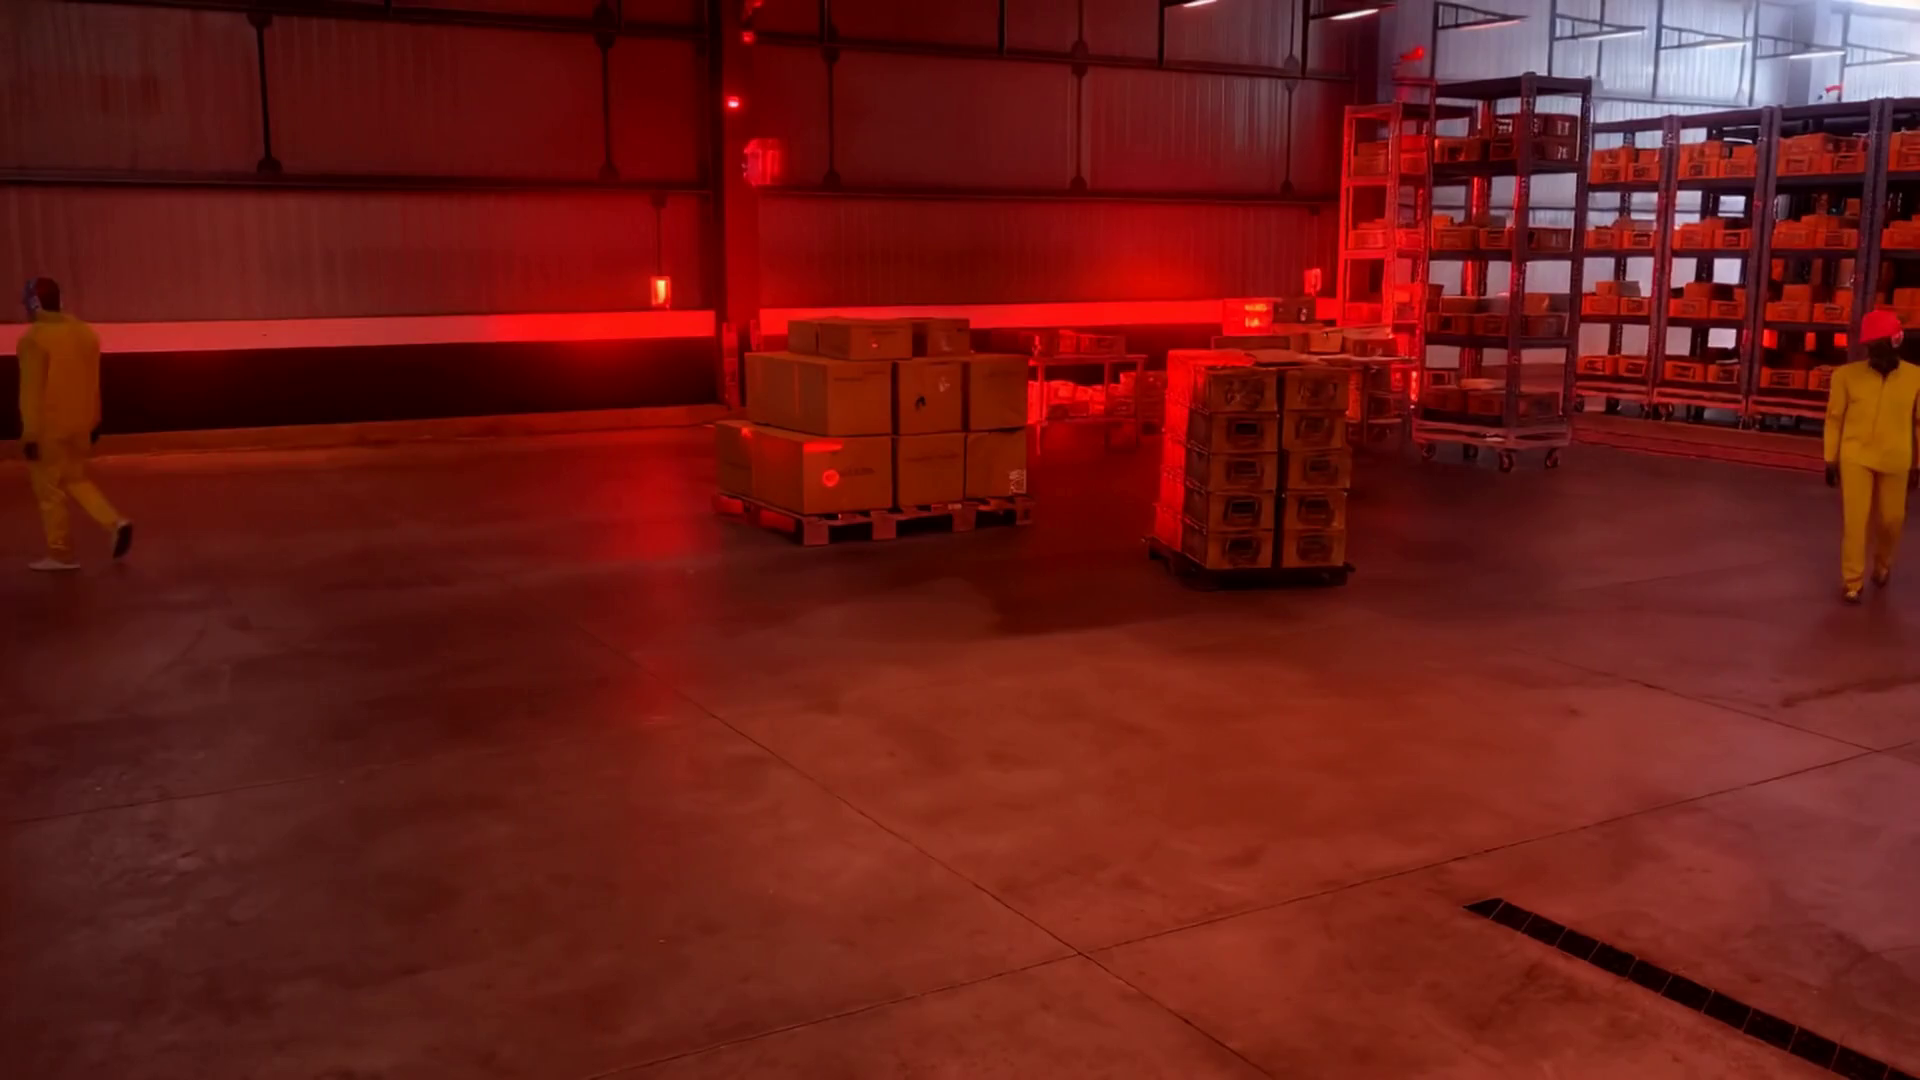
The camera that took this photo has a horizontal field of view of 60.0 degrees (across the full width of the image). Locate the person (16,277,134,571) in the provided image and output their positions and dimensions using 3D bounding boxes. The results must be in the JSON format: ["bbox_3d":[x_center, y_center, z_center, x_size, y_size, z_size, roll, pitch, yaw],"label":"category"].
[{"bbox_3d":[-5.701,-0.728,10.605,0.545,1.886,0.660,2,10,12],"label":"person"}]

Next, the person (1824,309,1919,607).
[{"bbox_3d":[5.411,-0.500,9.809,0.578,1.715,0.779,5,11,24],"label":"person"}]
